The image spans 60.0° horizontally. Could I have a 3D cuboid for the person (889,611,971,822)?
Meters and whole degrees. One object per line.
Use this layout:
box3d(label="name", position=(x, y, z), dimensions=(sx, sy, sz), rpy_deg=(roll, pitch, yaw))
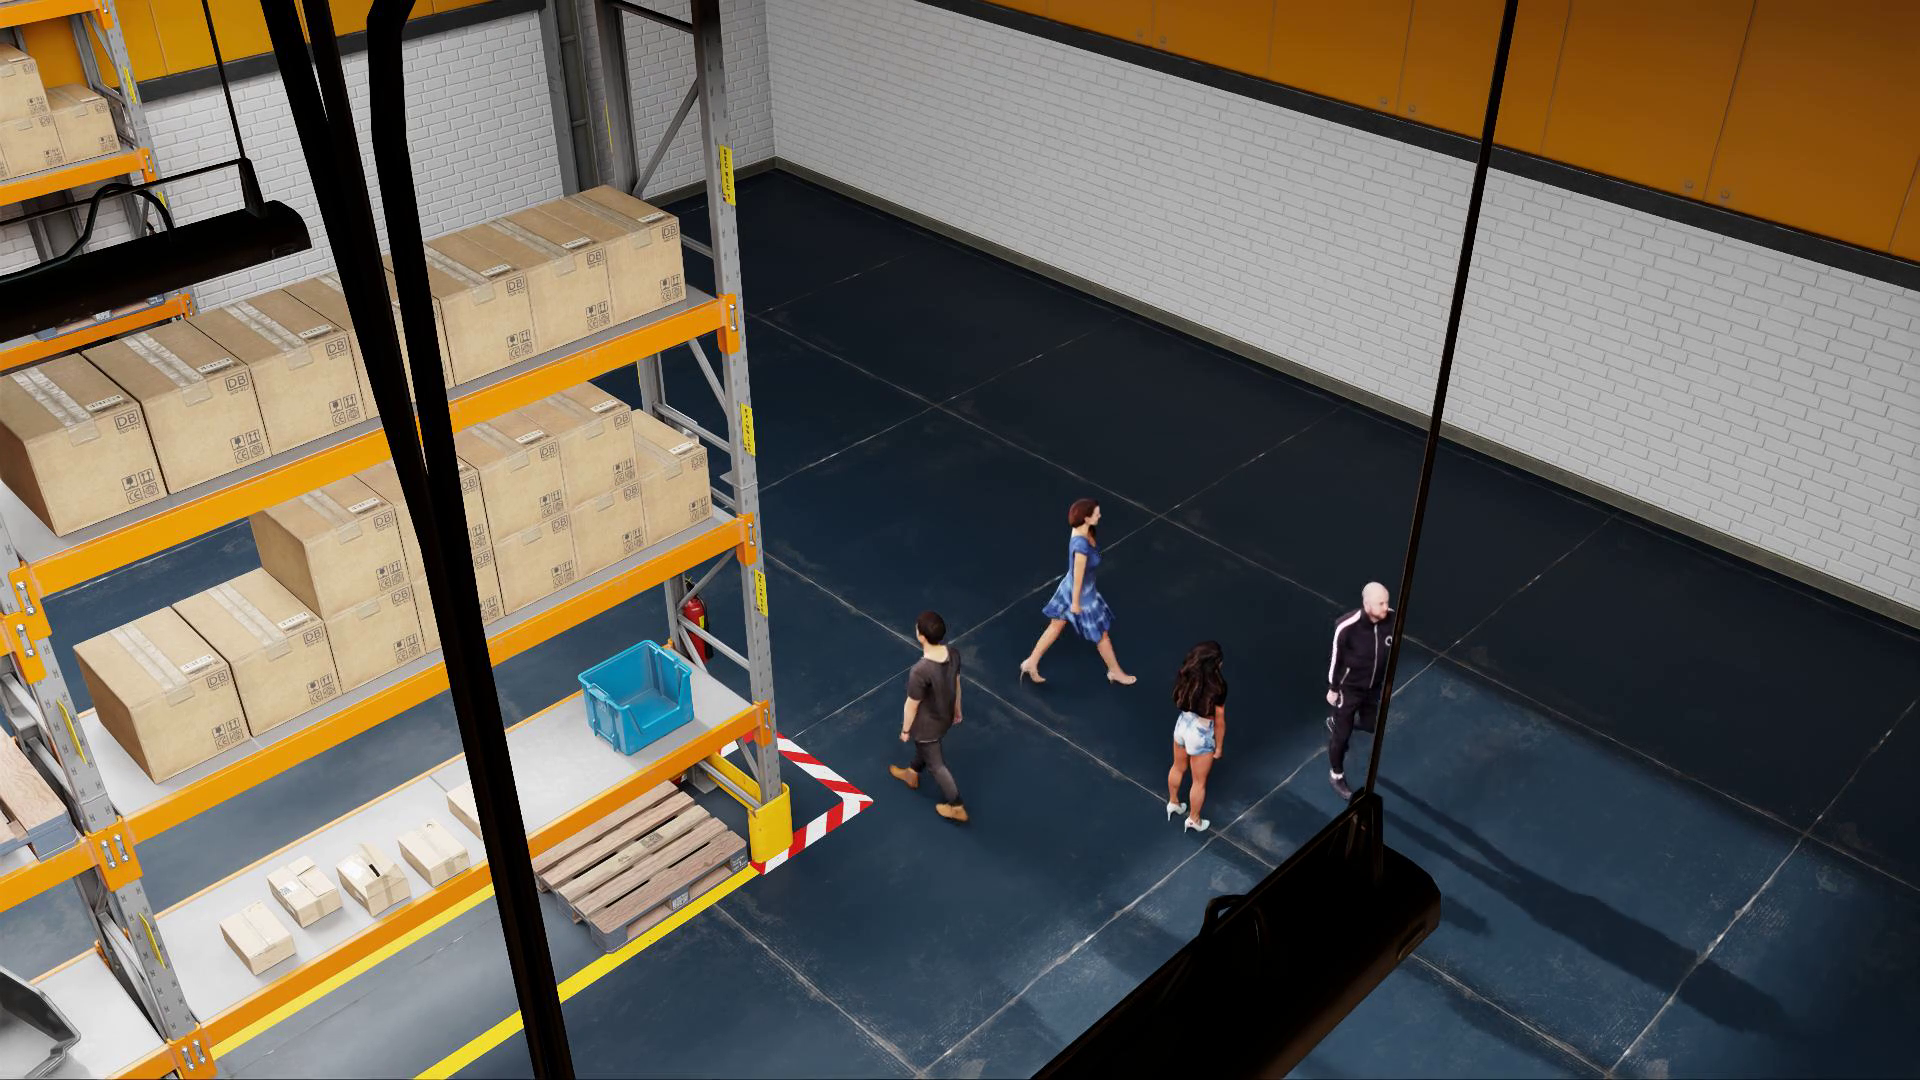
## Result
box3d(label="person", position=(-0.148, 1.285, 11.757), dimensions=(0.766, 1.680, 1.003), rpy_deg=(25, 41, 32))

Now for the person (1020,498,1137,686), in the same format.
box3d(label="person", position=(0.850, 0.465, 12.922), dimensions=(1.215, 1.755, 1.107), rpy_deg=(-2, 34, -3))

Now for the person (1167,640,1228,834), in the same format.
box3d(label="person", position=(1.656, 1.381, 11.667), dimensions=(0.591, 1.619, 0.575), rpy_deg=(-24, 41, -32))

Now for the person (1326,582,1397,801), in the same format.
box3d(label="person", position=(2.816, 1.004, 12.052), dimensions=(0.931, 1.820, 0.939), rpy_deg=(-11, 35, -16))
